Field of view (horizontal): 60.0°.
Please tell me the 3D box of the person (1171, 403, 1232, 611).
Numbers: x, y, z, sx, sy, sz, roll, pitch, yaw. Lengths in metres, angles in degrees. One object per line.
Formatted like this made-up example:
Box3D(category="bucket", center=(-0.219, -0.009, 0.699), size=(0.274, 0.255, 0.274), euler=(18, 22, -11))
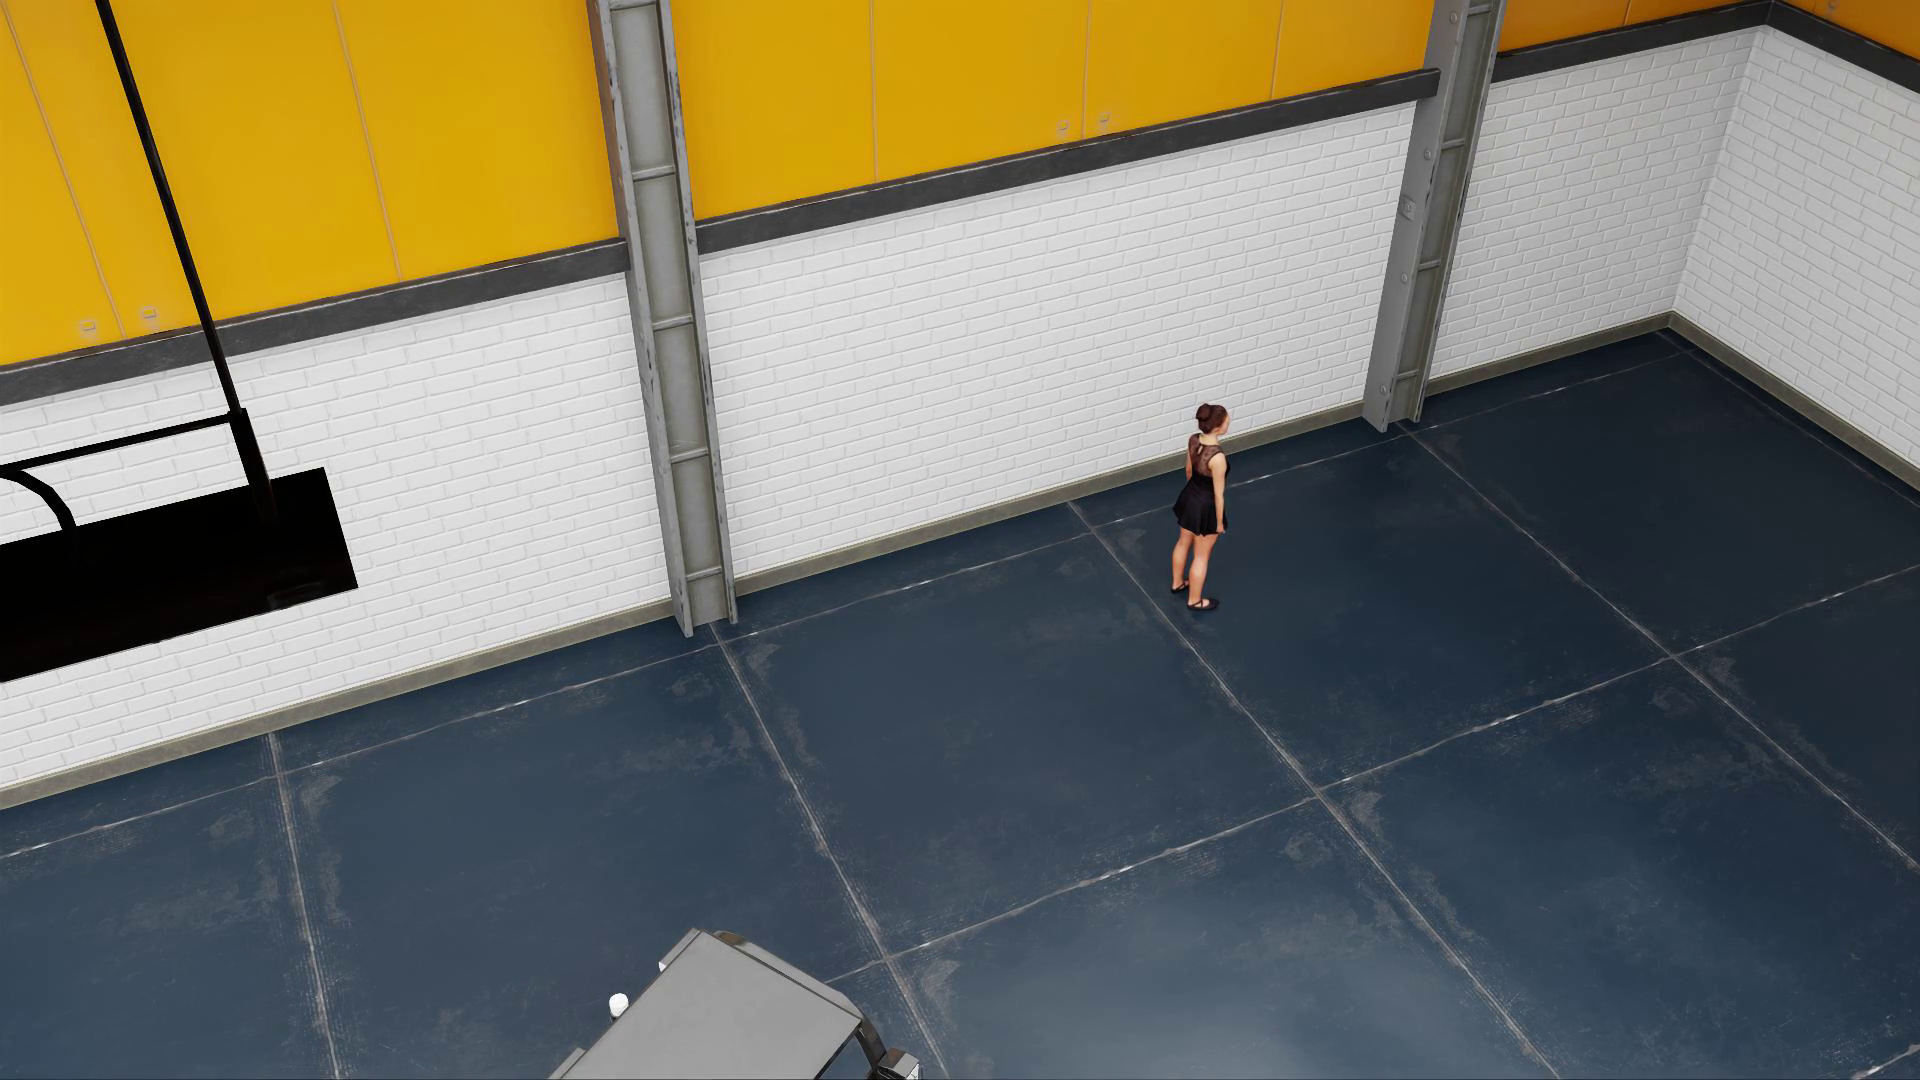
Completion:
Box3D(category="person", center=(1.689, -0.248, 11.631), size=(0.546, 1.674, 0.564), euler=(-16, 41, -19))
